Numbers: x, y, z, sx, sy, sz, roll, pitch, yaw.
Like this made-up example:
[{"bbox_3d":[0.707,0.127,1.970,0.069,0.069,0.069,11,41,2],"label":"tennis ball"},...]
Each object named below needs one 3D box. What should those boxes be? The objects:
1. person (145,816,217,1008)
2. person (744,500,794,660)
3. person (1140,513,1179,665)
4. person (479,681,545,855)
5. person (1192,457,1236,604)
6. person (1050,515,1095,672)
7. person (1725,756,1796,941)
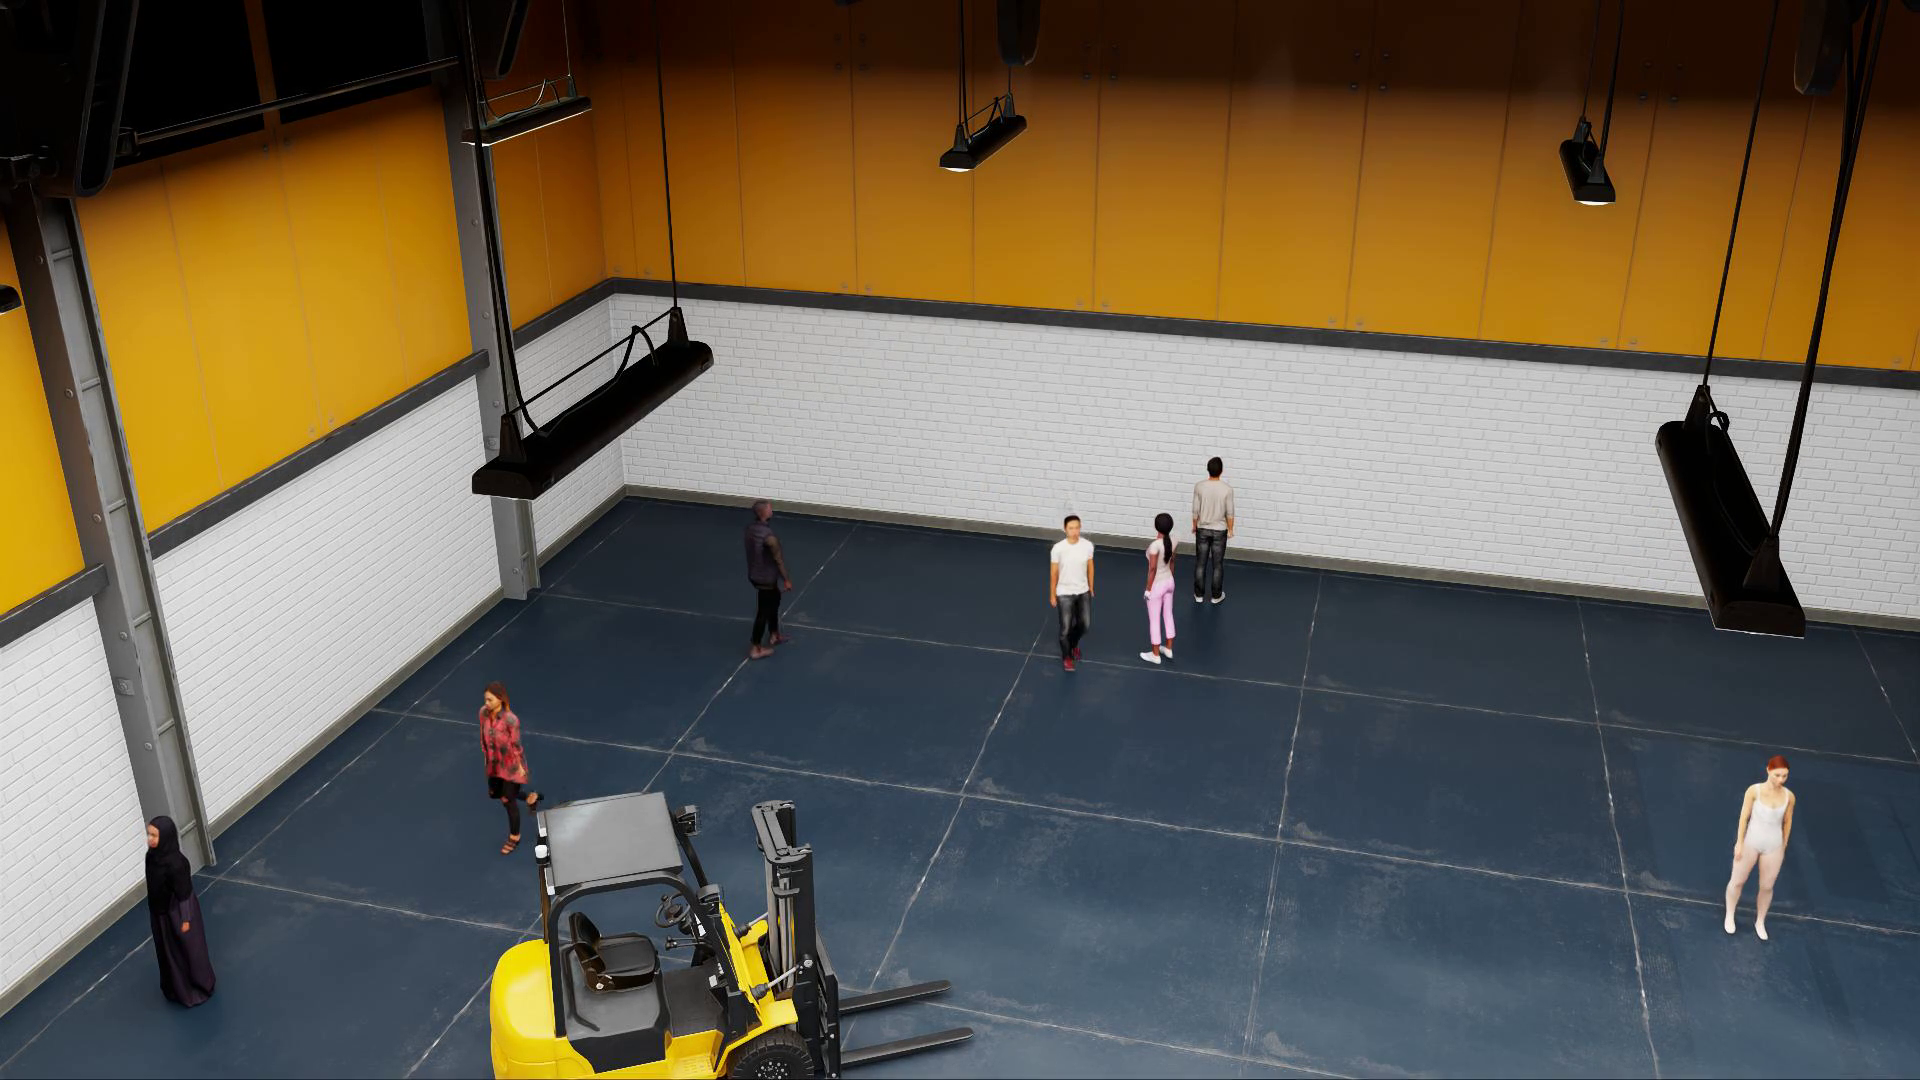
[{"bbox_3d":[-6.088,2.853,12.899,0.686,1.611,0.707,18,29,35],"label":"person"},{"bbox_3d":[-2.213,0.453,18.136,0.995,1.815,0.935,-13,27,-28],"label":"person"},{"bbox_3d":[2.183,0.508,18.102,0.620,1.741,0.724,-20,31,-38],"label":"person"},{"bbox_3d":[-3.992,1.966,14.838,0.742,1.683,0.903,13,27,28],"label":"person"},{"bbox_3d":[2.946,-0.120,19.450,0.639,1.811,0.537,7,25,15],"label":"person"},{"bbox_3d":[1.196,0.532,17.982,0.796,1.793,0.830,-5,24,-11],"label":"person"},{"bbox_3d":[6.564,2.492,13.686,0.549,1.642,0.503,5,24,12],"label":"person"}]
